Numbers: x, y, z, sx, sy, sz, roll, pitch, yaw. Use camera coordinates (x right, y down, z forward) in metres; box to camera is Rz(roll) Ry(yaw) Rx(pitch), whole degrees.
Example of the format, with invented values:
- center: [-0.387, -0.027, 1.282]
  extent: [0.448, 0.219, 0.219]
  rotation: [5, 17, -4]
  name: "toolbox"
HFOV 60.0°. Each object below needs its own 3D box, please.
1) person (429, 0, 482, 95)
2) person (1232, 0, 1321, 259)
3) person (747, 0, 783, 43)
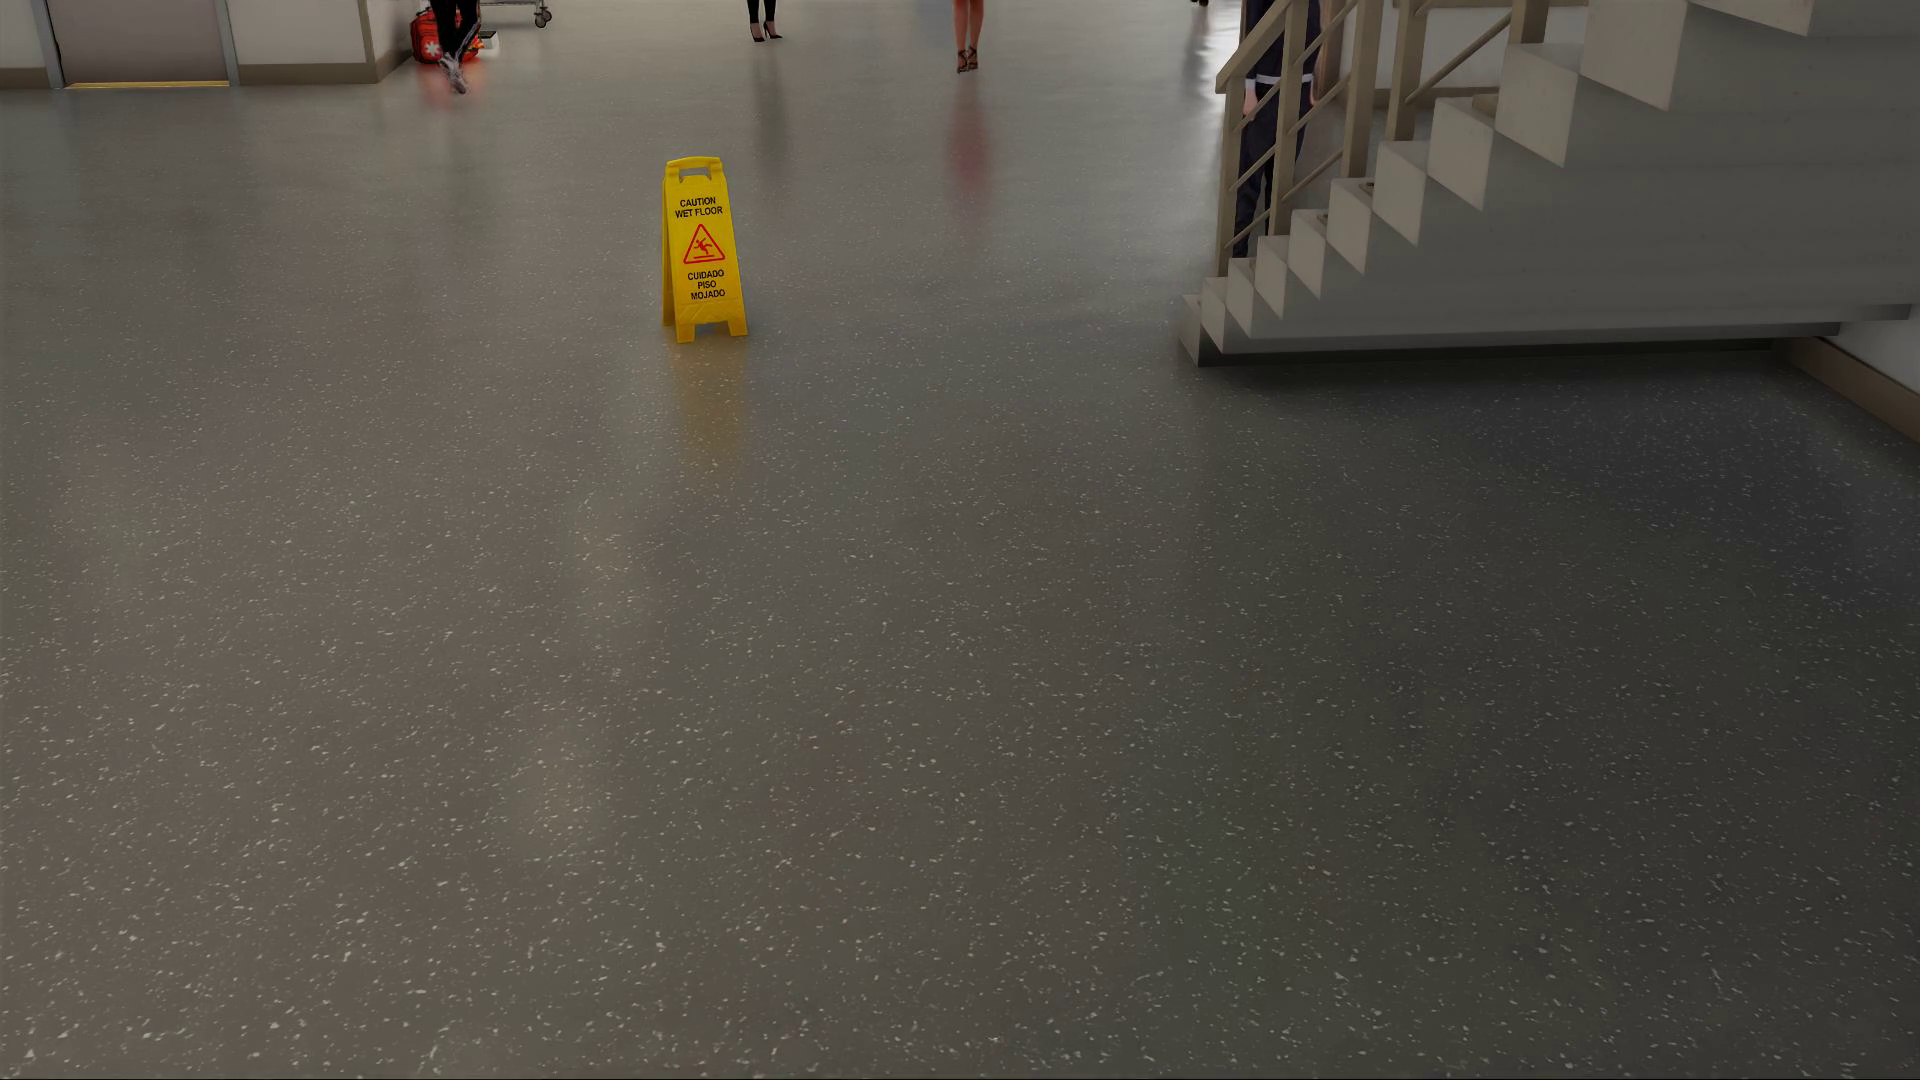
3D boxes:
- center: [-3.775, -4.165, 12.158]
  extent: [0.775, 1.806, 0.994]
  rotation: [2, 26, 5]
  name: "person"
- center: [1.518, -2.117, 8.014]
  extent: [0.650, 1.717, 0.645]
  rotation: [-14, 29, -27]
  name: "person"
- center: [-1.725, -5.249, 14.515]
  extent: [0.695, 1.712, 0.634]
  rotation: [20, 32, 35]
  name: "person"
